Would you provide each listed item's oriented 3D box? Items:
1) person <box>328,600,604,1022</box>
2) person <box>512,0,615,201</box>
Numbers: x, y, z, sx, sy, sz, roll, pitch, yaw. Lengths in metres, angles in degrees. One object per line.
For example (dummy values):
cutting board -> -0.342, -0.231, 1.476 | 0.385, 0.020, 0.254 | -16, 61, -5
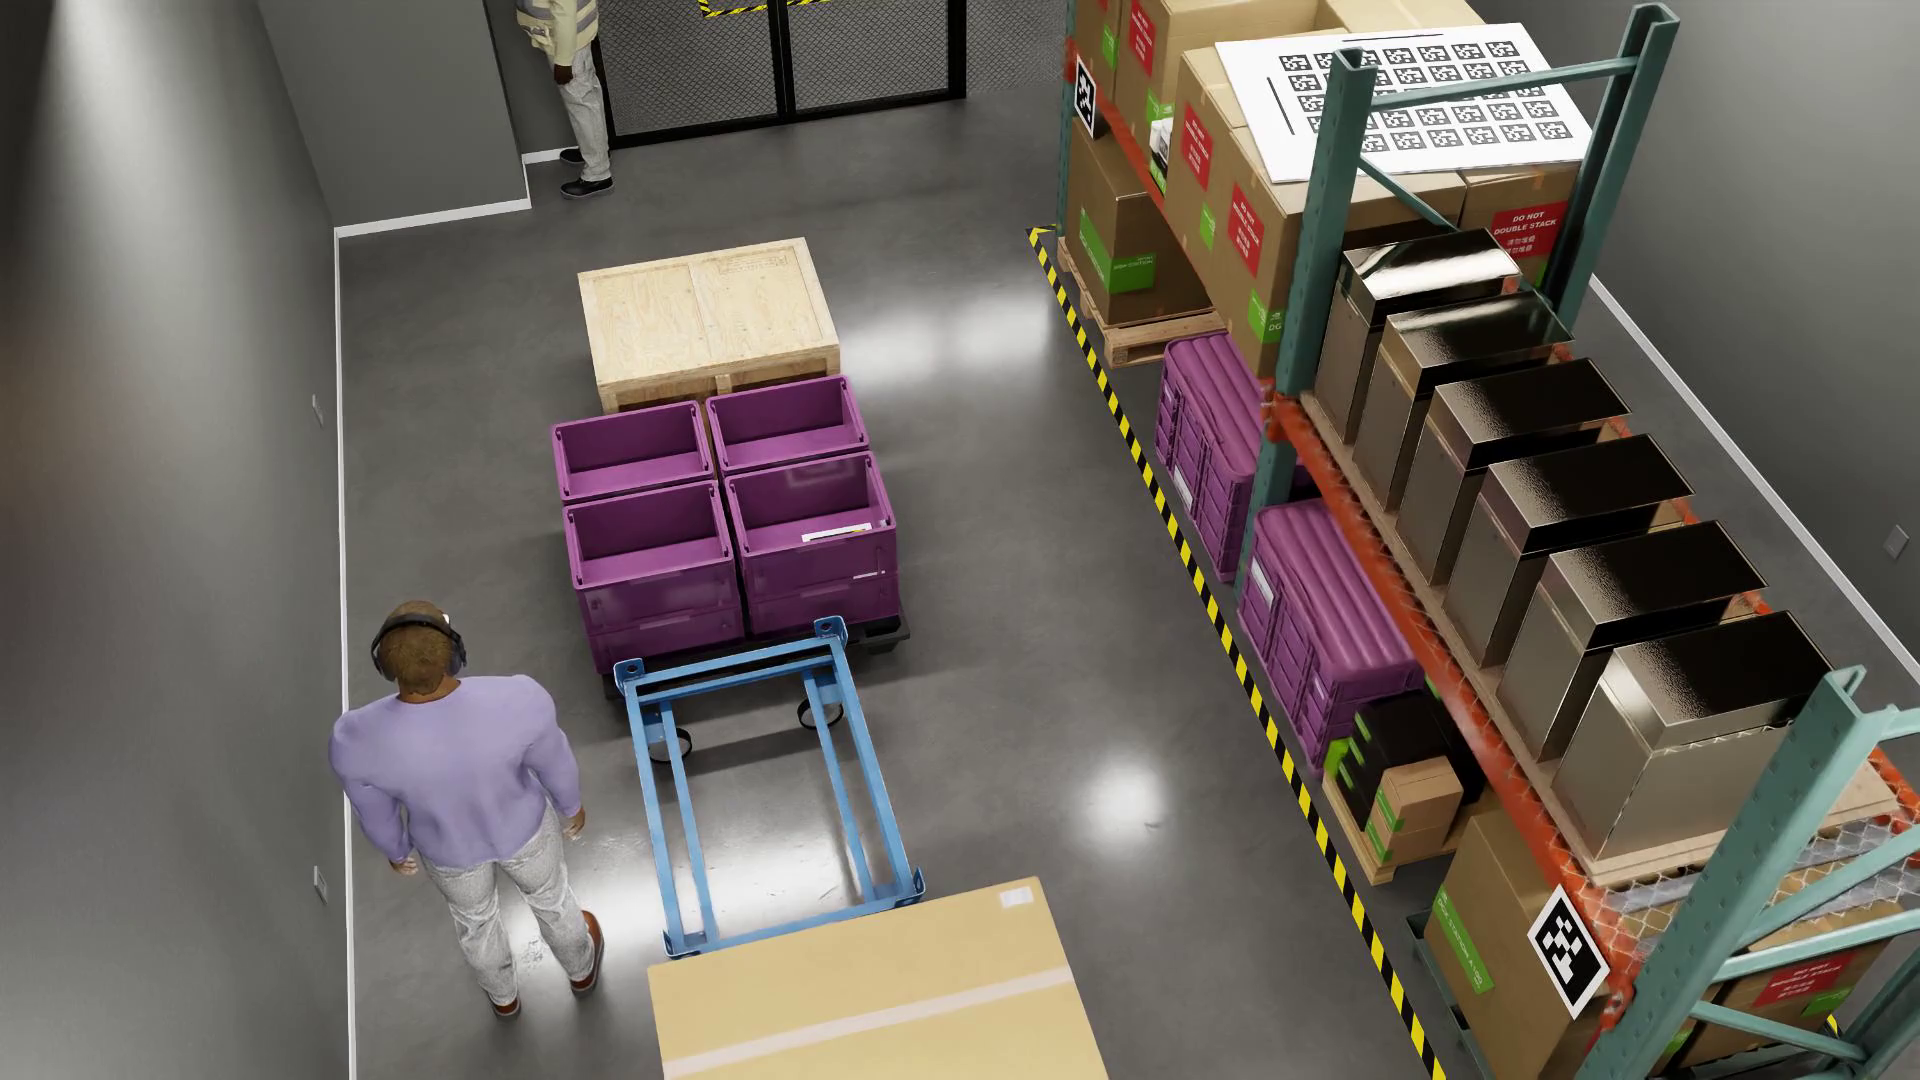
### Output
person -> -1.460, 0.867, 5.090 | 0.636, 1.938, 0.358 | -13, 49, -12
person -> -1.997, -2.568, 8.315 | 0.404, 1.832, 0.600 | -6, 48, -5
